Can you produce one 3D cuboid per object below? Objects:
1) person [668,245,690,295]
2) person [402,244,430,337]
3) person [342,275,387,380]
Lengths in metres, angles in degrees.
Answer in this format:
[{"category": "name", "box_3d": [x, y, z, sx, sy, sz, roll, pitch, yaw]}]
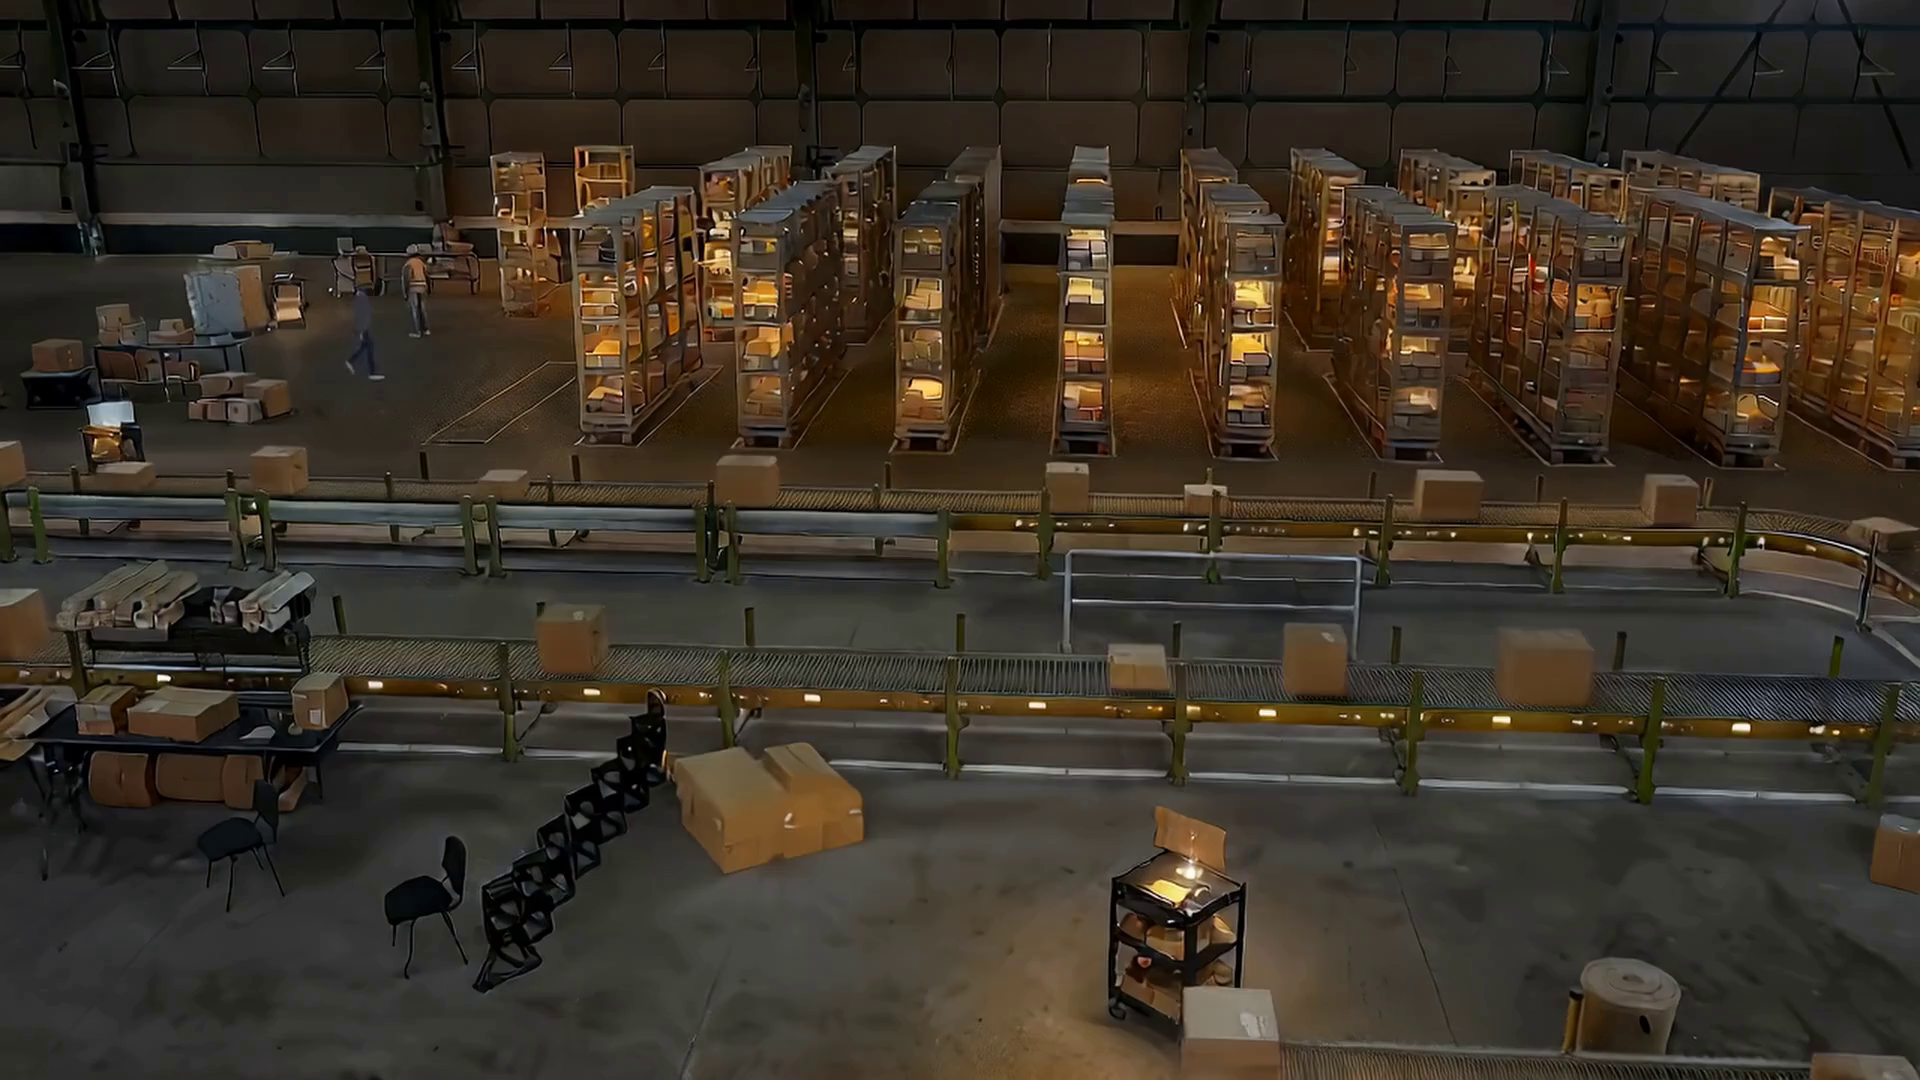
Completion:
[{"category": "person", "box_3d": [-6.161, -5.523, 36.104, 0.607, 1.819, 0.588, -4, 18, -12]}, {"category": "person", "box_3d": [-11.467, -5.250, 35.028, 0.389, 1.949, 0.604, 11, 21, 32]}, {"category": "person", "box_3d": [-11.107, -3.919, 30.769, 0.705, 1.972, 0.623, -2, 18, -6]}]
